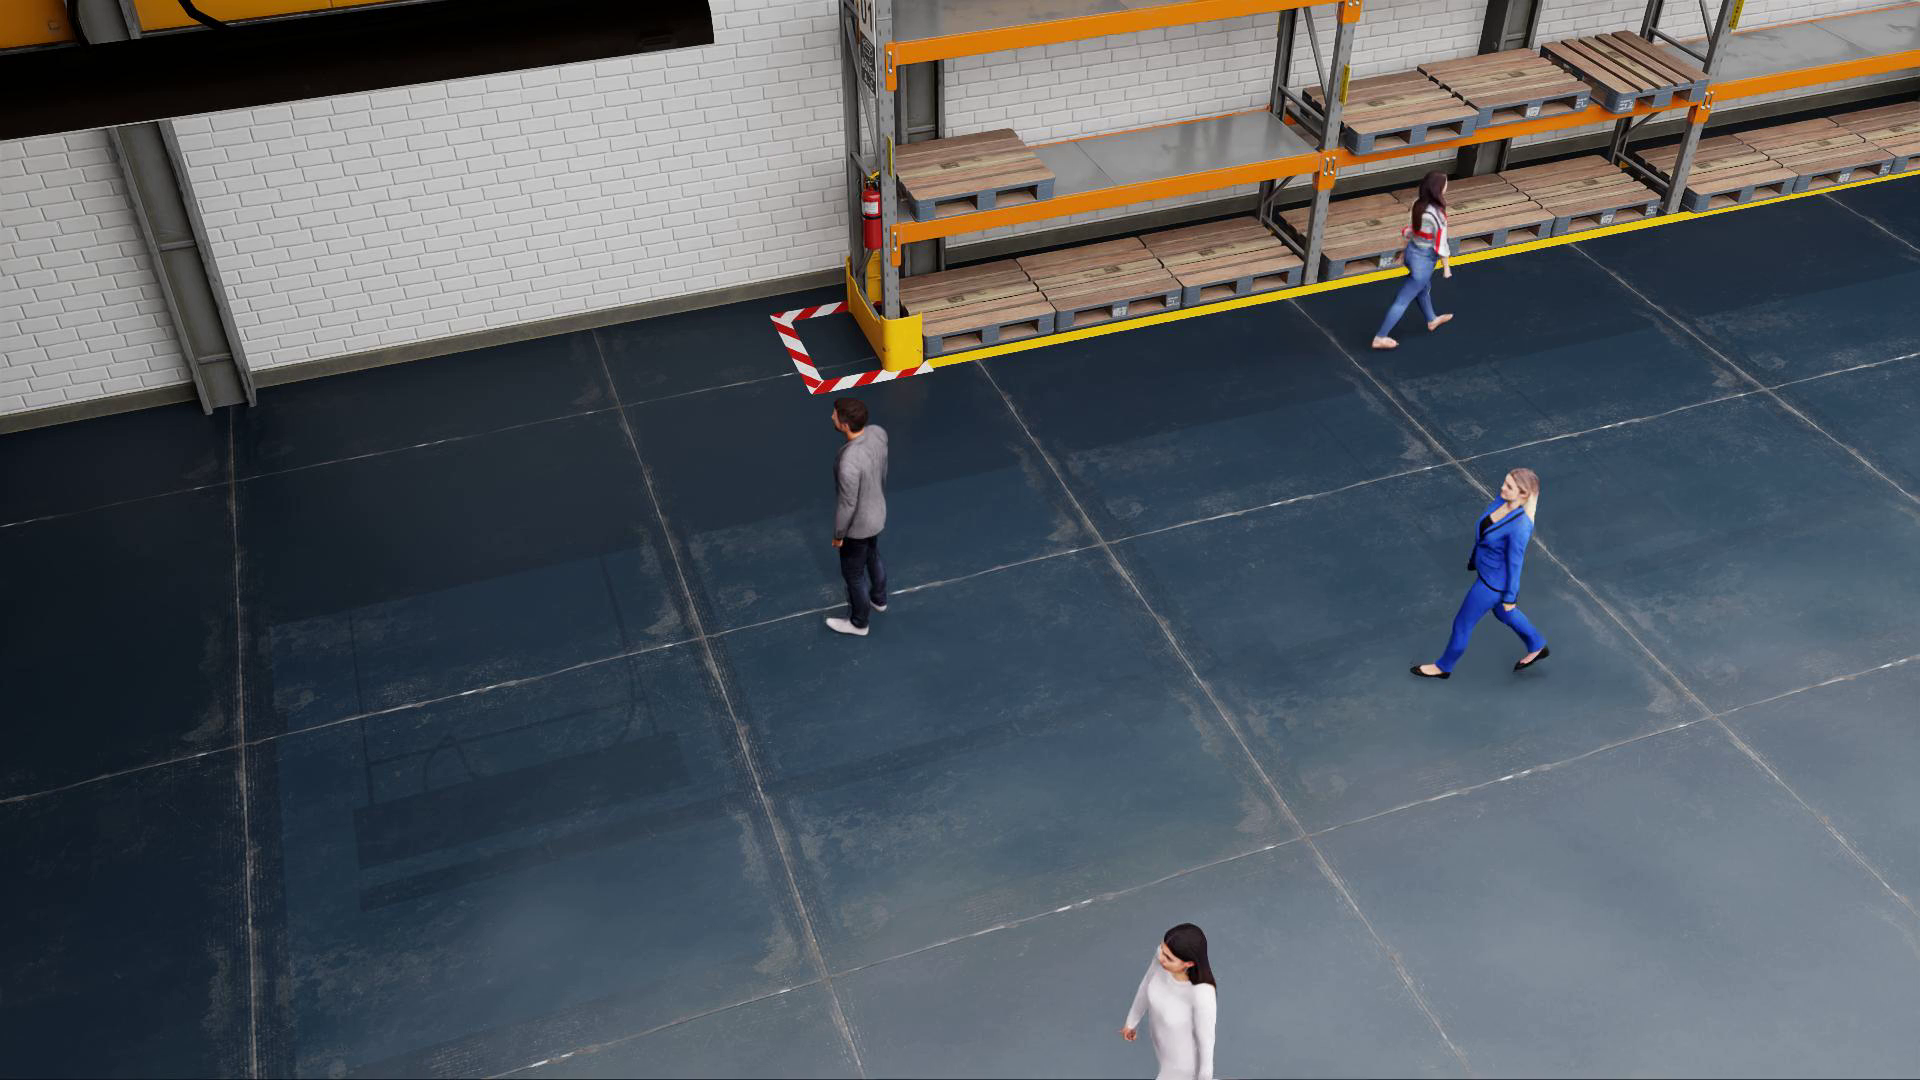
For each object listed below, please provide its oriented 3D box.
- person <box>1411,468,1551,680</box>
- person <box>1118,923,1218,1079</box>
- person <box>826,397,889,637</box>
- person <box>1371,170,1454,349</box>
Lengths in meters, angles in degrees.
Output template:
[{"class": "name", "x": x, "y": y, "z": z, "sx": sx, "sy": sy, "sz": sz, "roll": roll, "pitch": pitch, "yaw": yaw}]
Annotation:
[{"class": "person", "x": 3.506, "y": 0.247, "z": 10.597, "sx": 1.221, "sy": 1.668, "sz": 0.912, "roll": 1, "pitch": 39, "yaw": 1}, {"class": "person", "x": 1.107, "y": 2.390, "z": 7.832, "sx": 1.039, "sy": 1.768, "sz": 0.621, "roll": -14, "pitch": 41, "yaw": -16}, {"class": "person", "x": -0.624, "y": -0.149, "z": 10.930, "sx": 0.879, "sy": 1.872, "sz": 0.825, "roll": 16, "pitch": 41, "yaw": 19}, {"class": "person", "x": 3.756, "y": -2.292, "z": 13.855, "sx": 1.056, "sy": 1.569, "sz": 0.636, "roll": -11, "pitch": 40, "yaw": -13}]
